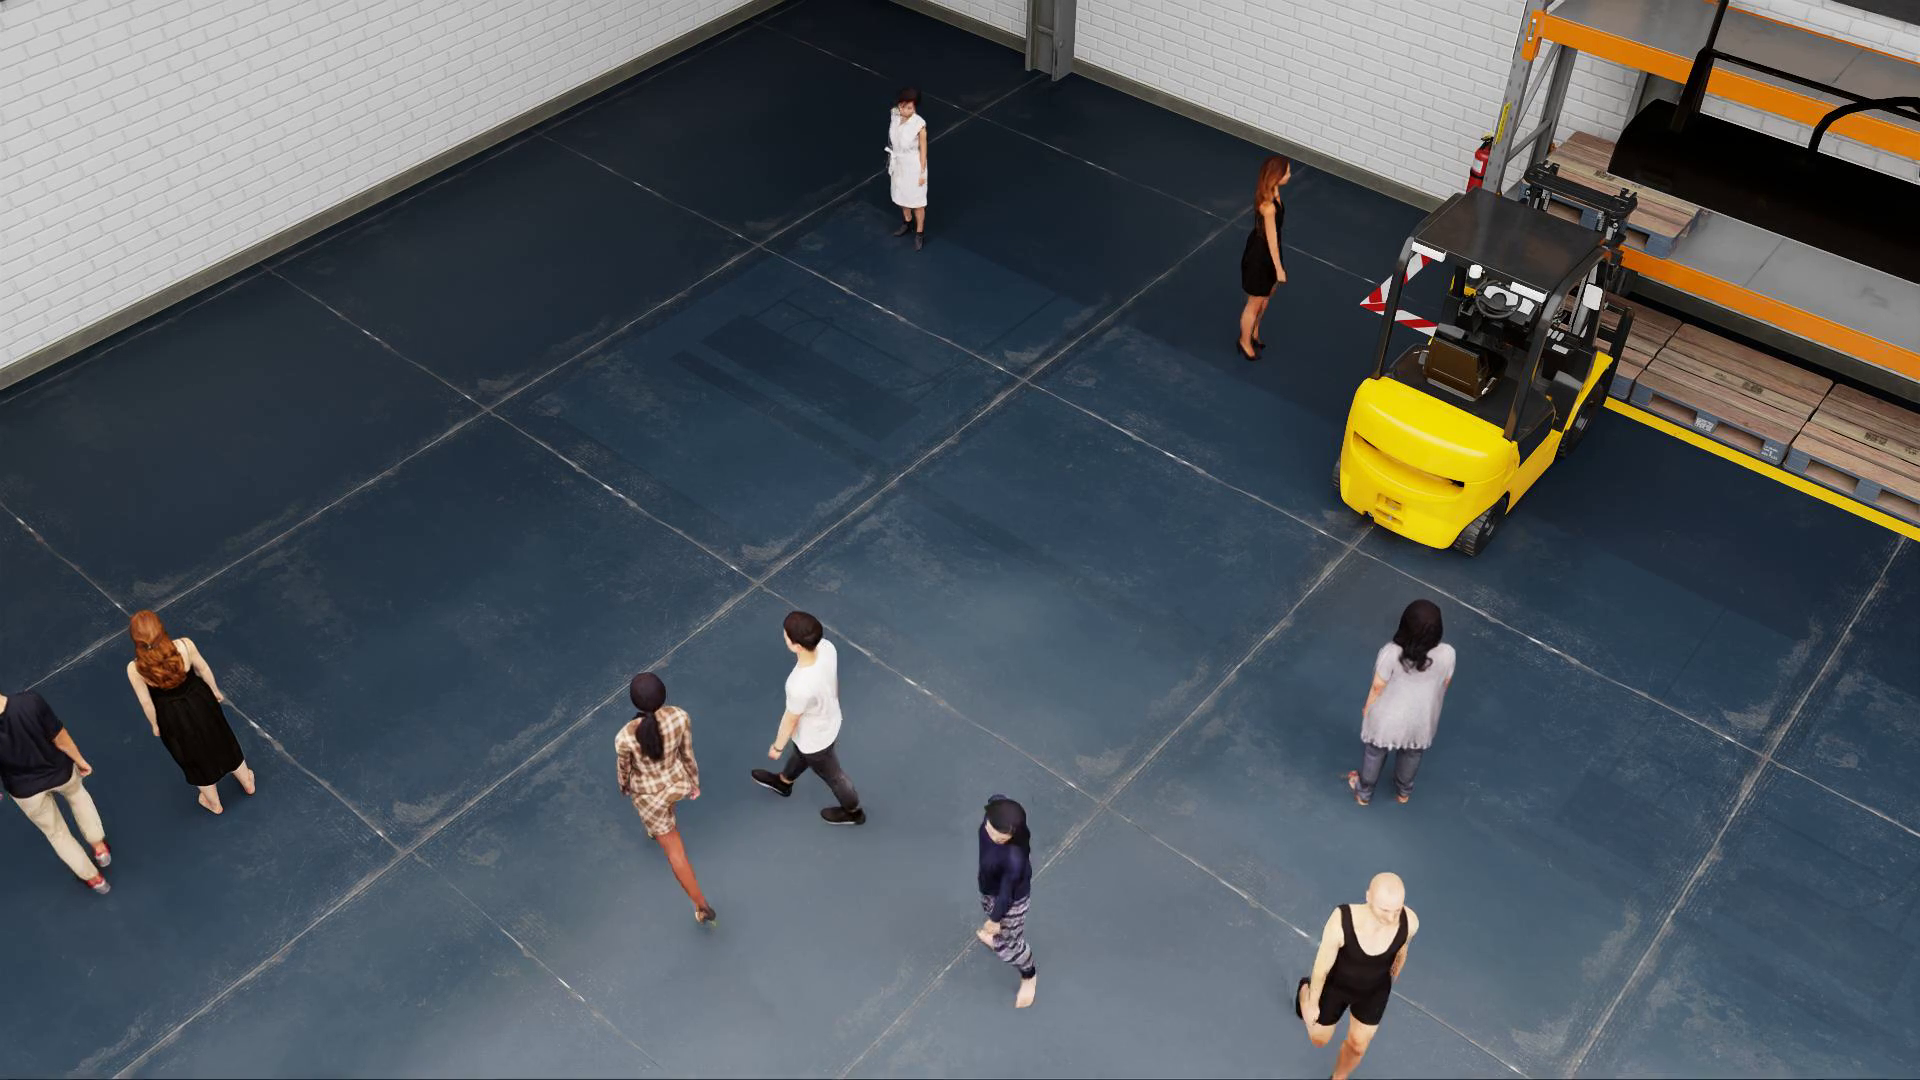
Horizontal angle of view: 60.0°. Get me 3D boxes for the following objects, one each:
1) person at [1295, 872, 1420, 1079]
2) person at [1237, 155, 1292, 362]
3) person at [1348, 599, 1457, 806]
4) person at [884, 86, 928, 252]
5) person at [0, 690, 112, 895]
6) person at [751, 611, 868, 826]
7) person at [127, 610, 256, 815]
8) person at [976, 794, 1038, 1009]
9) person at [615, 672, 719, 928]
[{"bbox_3d":[1.953,2.175,8.392,0.991,1.798,1.054,-4,44,-4],"label":"person"},{"bbox_3d":[2.285,-2.161,12.918,0.724,1.833,0.693,7,44,7],"label":"person"},{"bbox_3d":[2.609,0.973,9.790,0.772,1.610,0.833,-2,44,-2],"label":"person"},{"bbox_3d":[-0.441,-3.205,14.231,0.655,1.533,0.485,-32,52,-29],"label":"person"},{"bbox_3d":[-5.051,1.364,9.212,0.634,1.841,0.672,34,53,30],"label":"person"},{"bbox_3d":[-0.759,1.089,9.608,1.099,1.692,0.917,9,44,9],"label":"person"},{"bbox_3d":[-4.535,1.006,9.744,0.605,1.624,0.596,-33,53,-30],"label":"person"},{"bbox_3d":[0.242,1.786,8.873,0.829,1.697,0.753,4,44,5],"label":"person"},{"bbox_3d":[-1.605,1.472,9.172,0.753,1.740,1.169,-26,50,-25],"label":"person"}]
